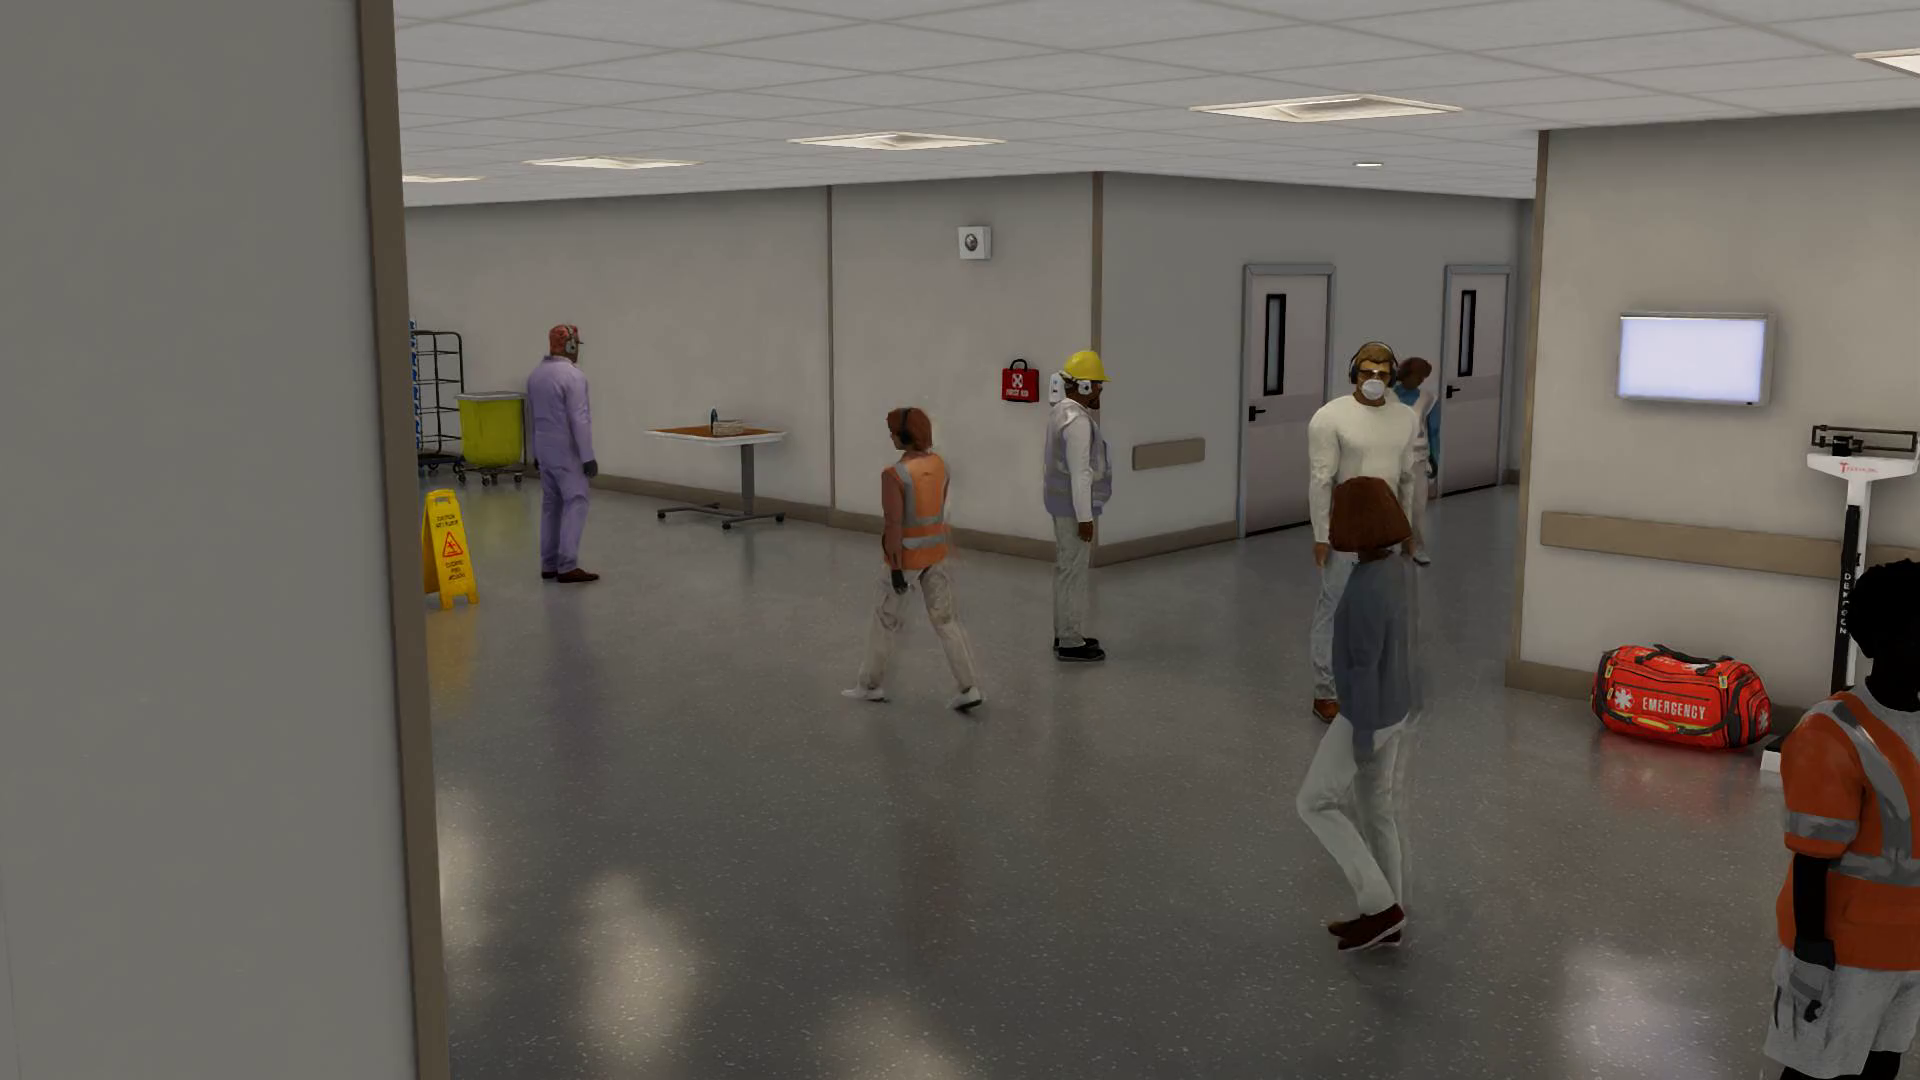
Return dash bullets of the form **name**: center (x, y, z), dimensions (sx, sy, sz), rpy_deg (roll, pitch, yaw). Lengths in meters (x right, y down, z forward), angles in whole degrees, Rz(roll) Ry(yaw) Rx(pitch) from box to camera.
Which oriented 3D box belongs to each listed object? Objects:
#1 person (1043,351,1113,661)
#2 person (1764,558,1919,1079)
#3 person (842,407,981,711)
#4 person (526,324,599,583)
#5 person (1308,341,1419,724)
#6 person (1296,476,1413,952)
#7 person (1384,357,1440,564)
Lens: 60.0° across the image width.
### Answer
- **person**: center (0.693, -0.198, 9.803), dimensions (0.403, 1.824, 0.592), rpy_deg (-1, 9, -6)
- **person**: center (1.972, 0.872, 3.613), dimensions (0.540, 1.695, 0.317), rpy_deg (-6, 11, -31)
- **person**: center (-0.221, 0.104, 8.669), dimensions (0.828, 1.600, 0.512), rpy_deg (9, 13, 44)
- **person**: center (-2.923, -0.639, 12.282), dimensions (0.397, 1.896, 0.666), rpy_deg (-8, 12, -41)
- **person**: center (2.050, -0.036, 8.457), dimensions (0.629, 1.937, 0.379), rpy_deg (-4, 10, -21)
- **person**: center (1.340, 0.595, 5.565), dimensions (0.371, 1.621, 0.507), rpy_deg (5, 11, 29)
- **person**: center (3.436, -0.603, 12.910), dimensions (0.556, 1.622, 0.332), rpy_deg (1, 9, 9)
